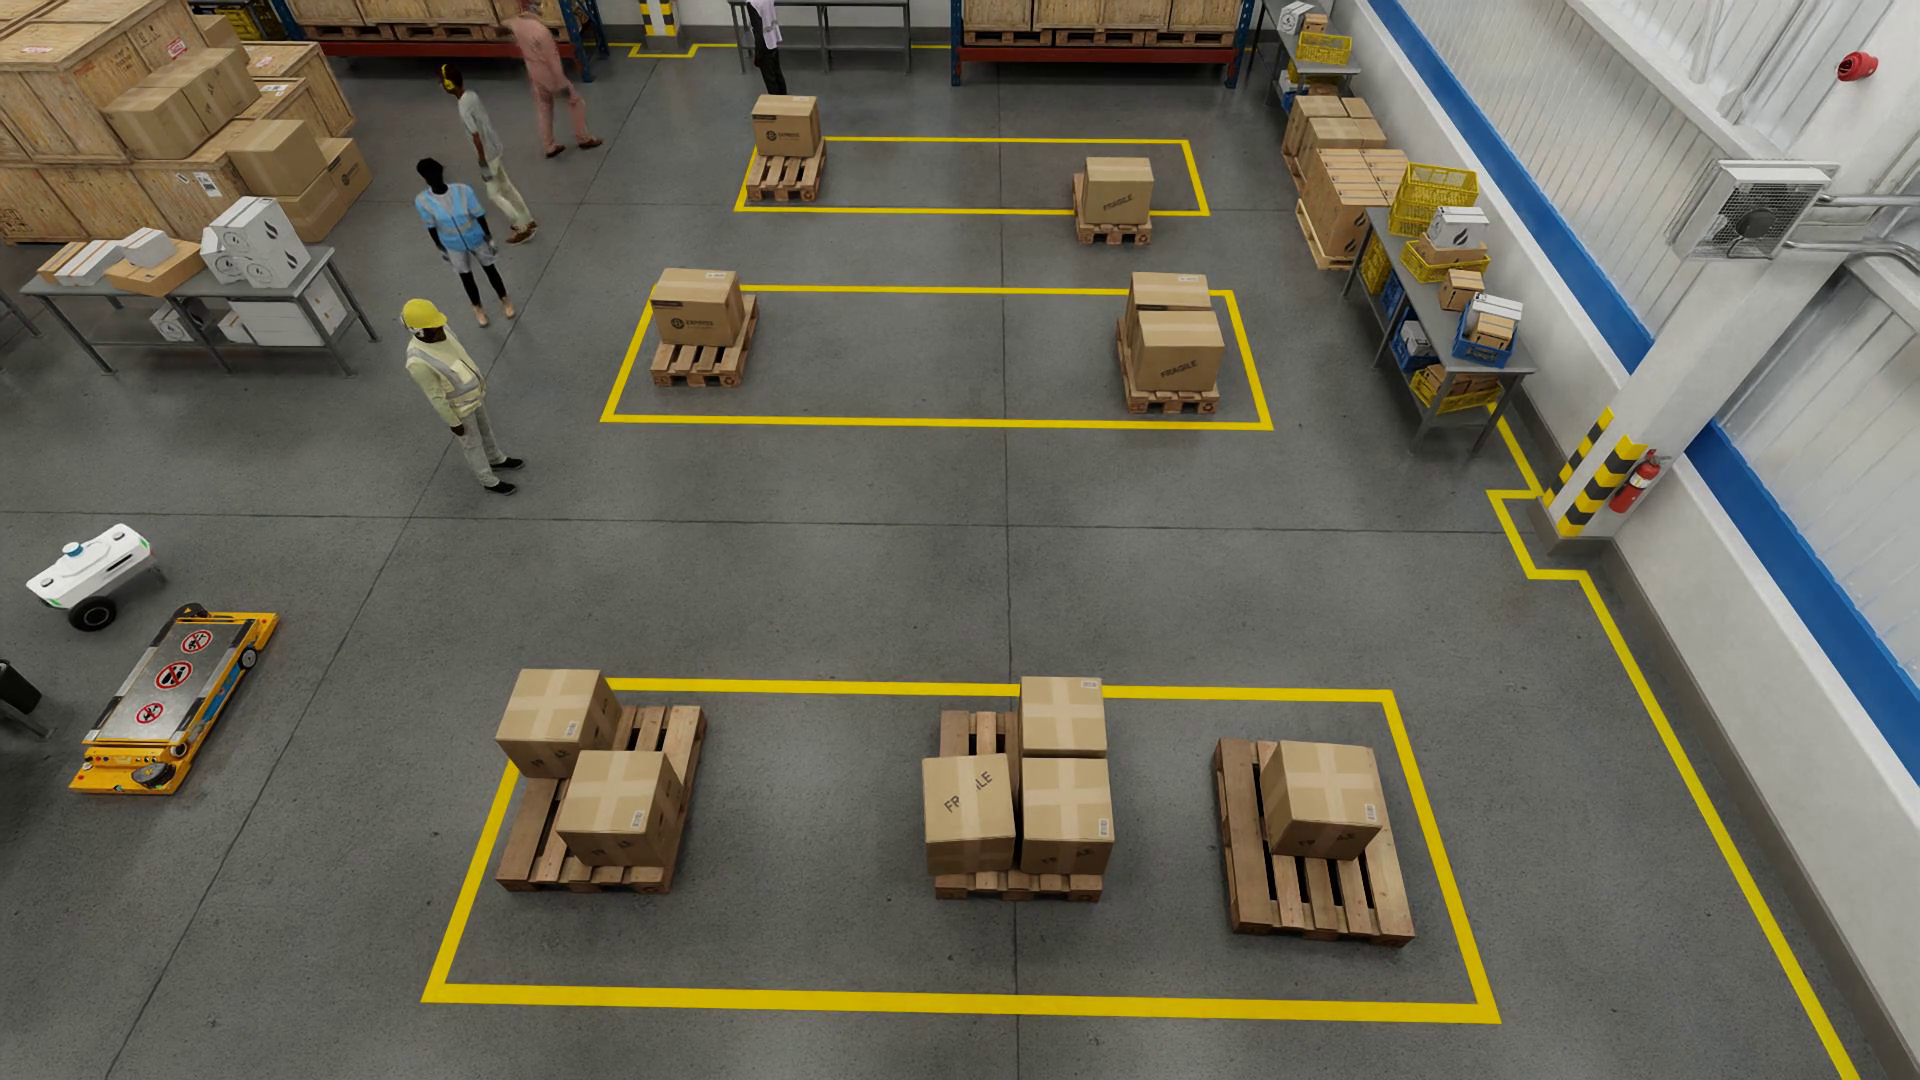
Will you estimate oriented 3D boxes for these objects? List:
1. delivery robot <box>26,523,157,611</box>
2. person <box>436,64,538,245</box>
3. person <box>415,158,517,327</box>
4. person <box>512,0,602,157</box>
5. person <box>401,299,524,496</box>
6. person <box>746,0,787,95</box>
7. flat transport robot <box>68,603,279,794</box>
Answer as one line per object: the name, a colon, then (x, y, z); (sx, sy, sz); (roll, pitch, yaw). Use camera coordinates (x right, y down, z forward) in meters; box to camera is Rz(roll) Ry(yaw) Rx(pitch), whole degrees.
delivery robot: (-6.552, 0.207, 6.930); (0.477, 0.478, 0.707); (24, 54, 19)
person: (-5.037, -4.104, 9.796); (0.377, 1.847, 0.538); (-8, 50, -7)
person: (-4.786, -2.875, 8.857); (0.548, 1.694, 0.331); (-22, 53, -18)
person: (-4.905, -5.601, 11.051); (0.697, 1.864, 0.806); (30, 56, 23)
person: (-3.958, -1.130, 7.292); (0.404, 1.827, 0.601); (-3, 50, -3)
person: (-2.440, -6.257, 11.572); (0.373, 1.916, 0.596); (10, 51, 9)
flat transport robot: (-5.504, 1.072, 6.442); (0.652, 0.197, 1.431); (1, 50, 1)
